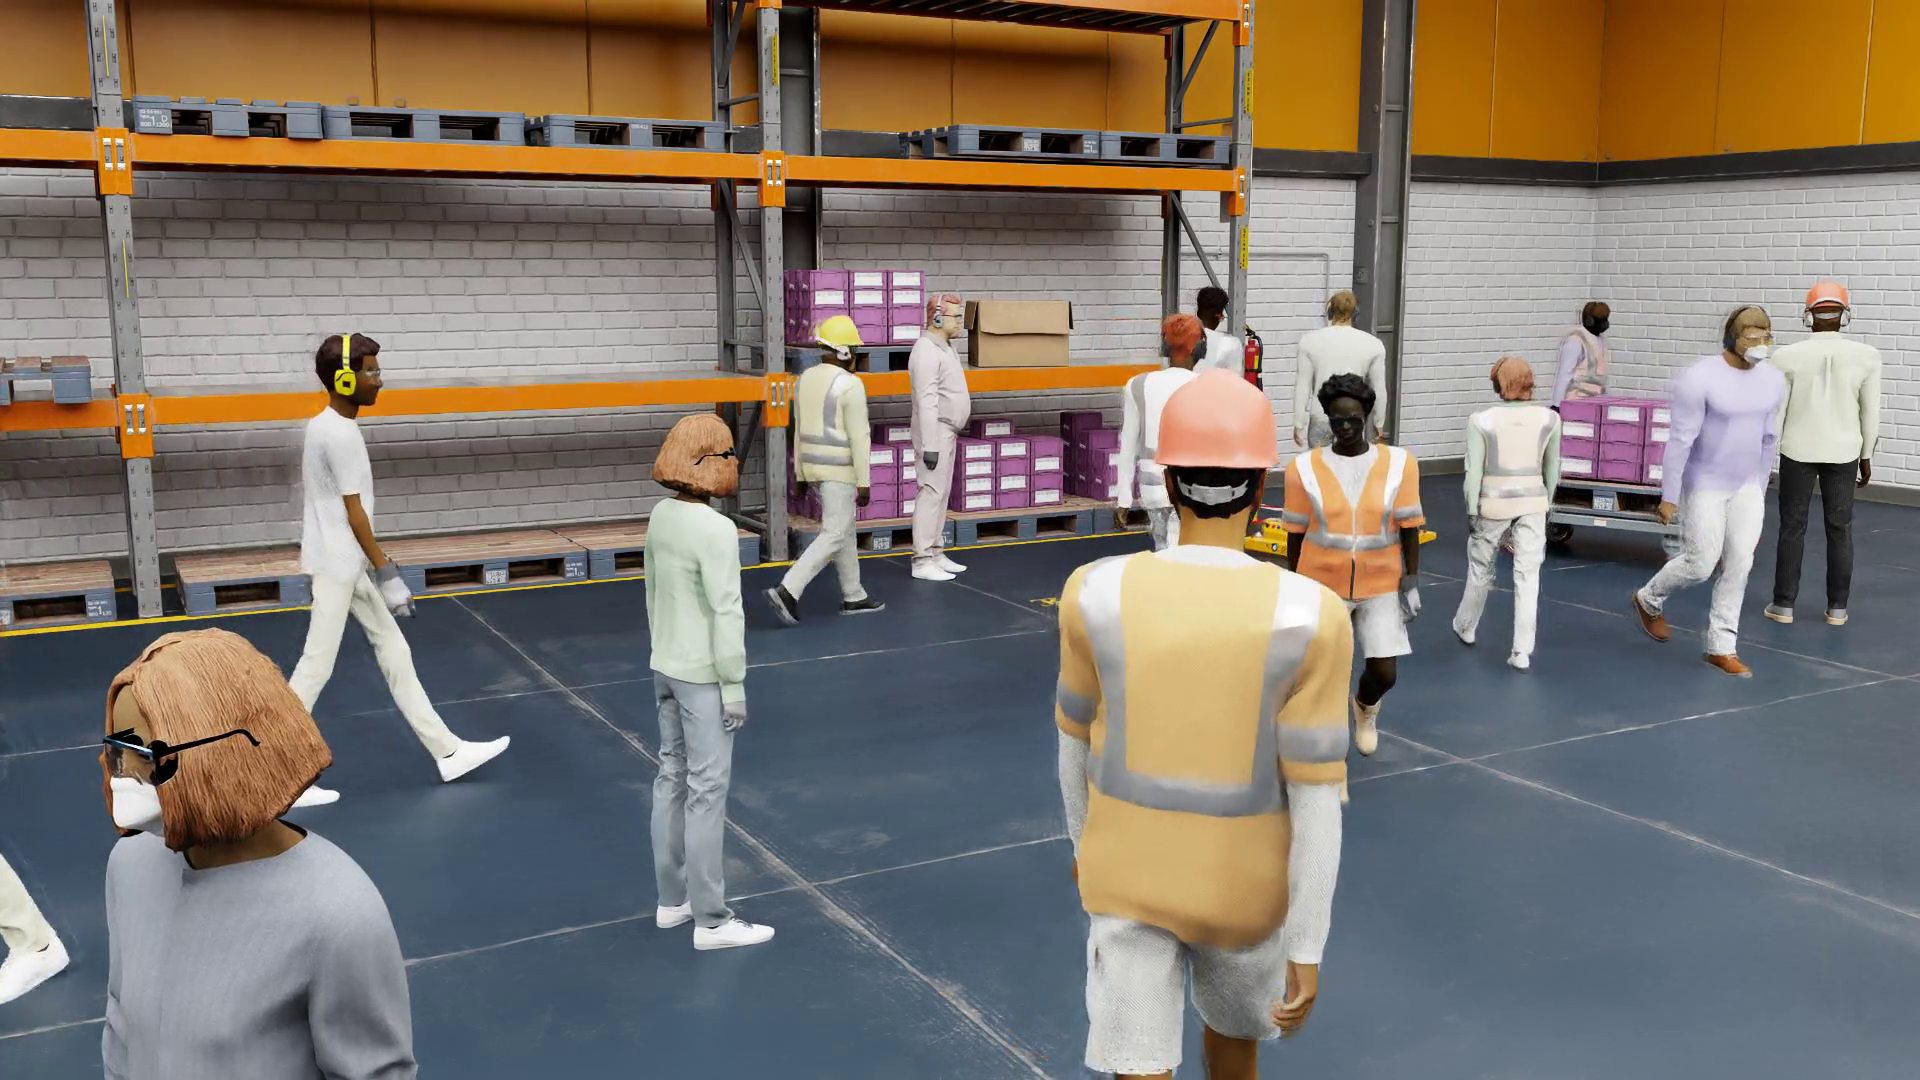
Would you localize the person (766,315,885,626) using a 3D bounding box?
[{"bbox_3d":[-0.786,-0.403,9.677,0.826,1.804,0.600,-8,12,-39],"label":"person"}]

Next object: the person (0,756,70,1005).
[{"bbox_3d":[-2.817,0.465,4.351,0.493,1.817,0.995,5,10,26],"label":"person"}]

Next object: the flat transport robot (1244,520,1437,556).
[{"bbox_3d":[2.796,-0.061,12.227,1.431,0.197,0.652,-7,12,-37],"label":"flat transport robot"}]

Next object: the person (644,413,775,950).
[{"bbox_3d":[-0.799,0.427,5.109,0.283,1.633,0.501,-7,11,-35],"label":"person"}]

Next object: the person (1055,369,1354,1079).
[{"bbox_3d":[0.449,0.622,3.161,0.545,1.879,1.005,2,10,12],"label":"person"}]

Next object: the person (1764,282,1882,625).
[{"bbox_3d":[4.982,-0.496,9.667,0.611,1.985,0.393,3,10,16],"label":"person"}]

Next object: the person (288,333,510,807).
[{"bbox_3d":[-2.285,0.123,6.403,0.980,1.814,0.496,-3,10,-19],"label":"person"}]

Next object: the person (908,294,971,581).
[{"bbox_3d":[-0.129,-0.680,11.078,0.400,1.900,0.636,1,9,9],"label":"person"}]

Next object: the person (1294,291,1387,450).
[{"bbox_3d":[2.795,-0.874,12.242,0.661,1.889,0.989,2,10,13],"label":"person"}]

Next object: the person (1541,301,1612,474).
[{"bbox_3d":[5.596,-1.305,15.268,0.892,1.788,0.648,8,12,39],"label":"person"}]

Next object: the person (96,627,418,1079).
[{"bbox_3d":[-0.909,0.913,2.150,0.507,1.632,0.268,5,11,28],"label":"person"}]

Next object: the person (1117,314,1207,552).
[{"bbox_3d":[1.155,-0.224,8.463,0.607,1.829,0.987,6,11,31],"label":"person"}]

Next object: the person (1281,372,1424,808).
[{"bbox_3d":[1.522,0.171,6.528,0.541,1.675,0.550,1,9,9],"label":"person"}]

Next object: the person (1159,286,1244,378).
[{"bbox_3d":[1.701,-0.853,12.011,0.723,1.940,0.420,4,10,21],"label":"person"}]

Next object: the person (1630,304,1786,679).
[{"bbox_3d":[3.846,-0.270,8.585,0.640,1.905,0.699,-3,10,-15],"label":"person"}]

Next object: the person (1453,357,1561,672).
[{"bbox_3d":[2.878,-0.155,8.769,0.520,1.600,0.844,1,9,4],"label":"person"}]
